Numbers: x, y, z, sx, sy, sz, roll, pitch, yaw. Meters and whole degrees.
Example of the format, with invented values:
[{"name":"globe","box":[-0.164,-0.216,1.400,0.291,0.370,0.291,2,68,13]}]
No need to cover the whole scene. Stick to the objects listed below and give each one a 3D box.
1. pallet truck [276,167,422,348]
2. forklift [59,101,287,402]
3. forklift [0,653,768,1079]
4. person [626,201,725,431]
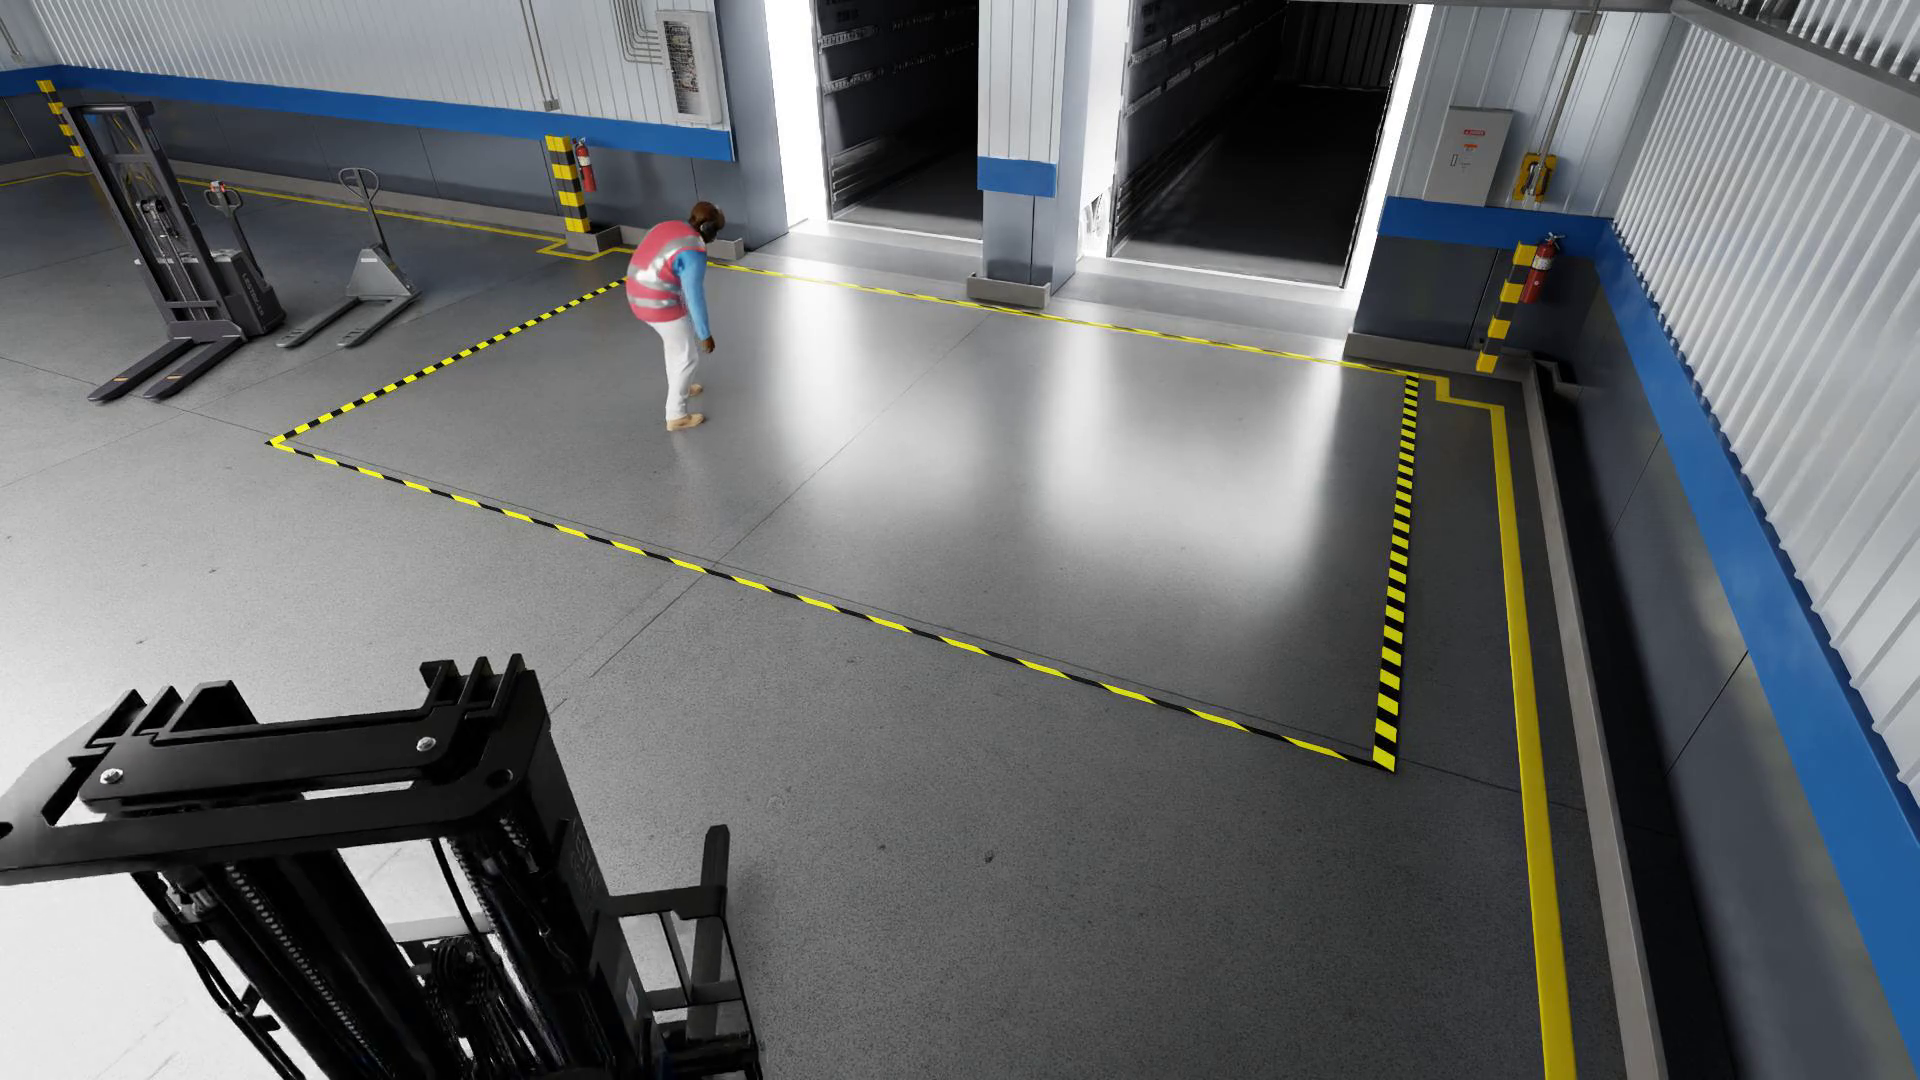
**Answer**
[{"name":"pallet truck","box":[-5.732,-2.611,8.414,0.680,1.201,1.601,-1,35,-1]},{"name":"forklift","box":[-6.686,-2.387,7.434,0.823,1.965,1.885,-3,35,-5]},{"name":"forklift","box":[-0.951,1.728,1.238,1.157,2.036,2.680,-5,35,-7]},{"name":"person","box":[-2.034,-1.676,6.818,0.797,1.553,0.796,-28,44,-34]}]
